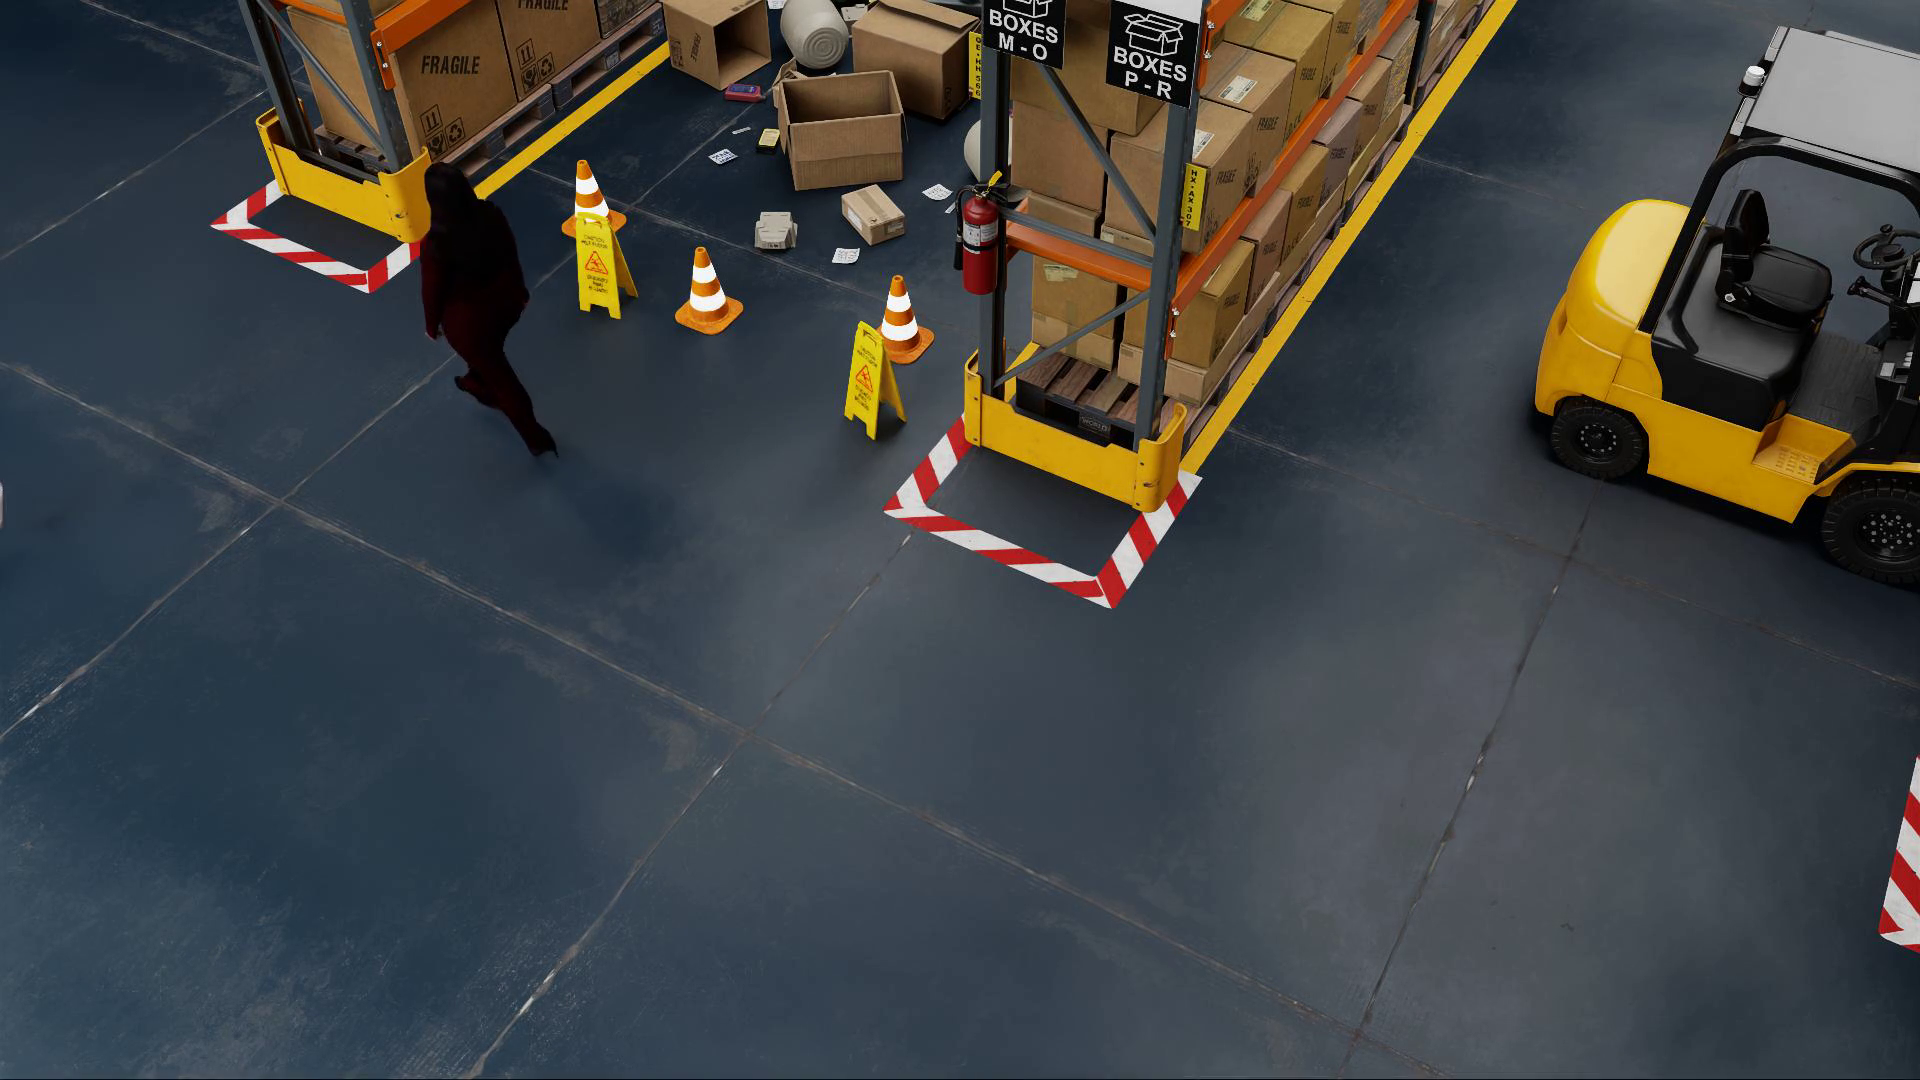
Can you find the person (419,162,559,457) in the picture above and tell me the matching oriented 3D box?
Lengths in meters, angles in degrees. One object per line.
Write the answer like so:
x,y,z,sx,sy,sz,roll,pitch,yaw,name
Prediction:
-2.341,-1.092,8.417,0.760,1.708,1.001,25,52,22,person
